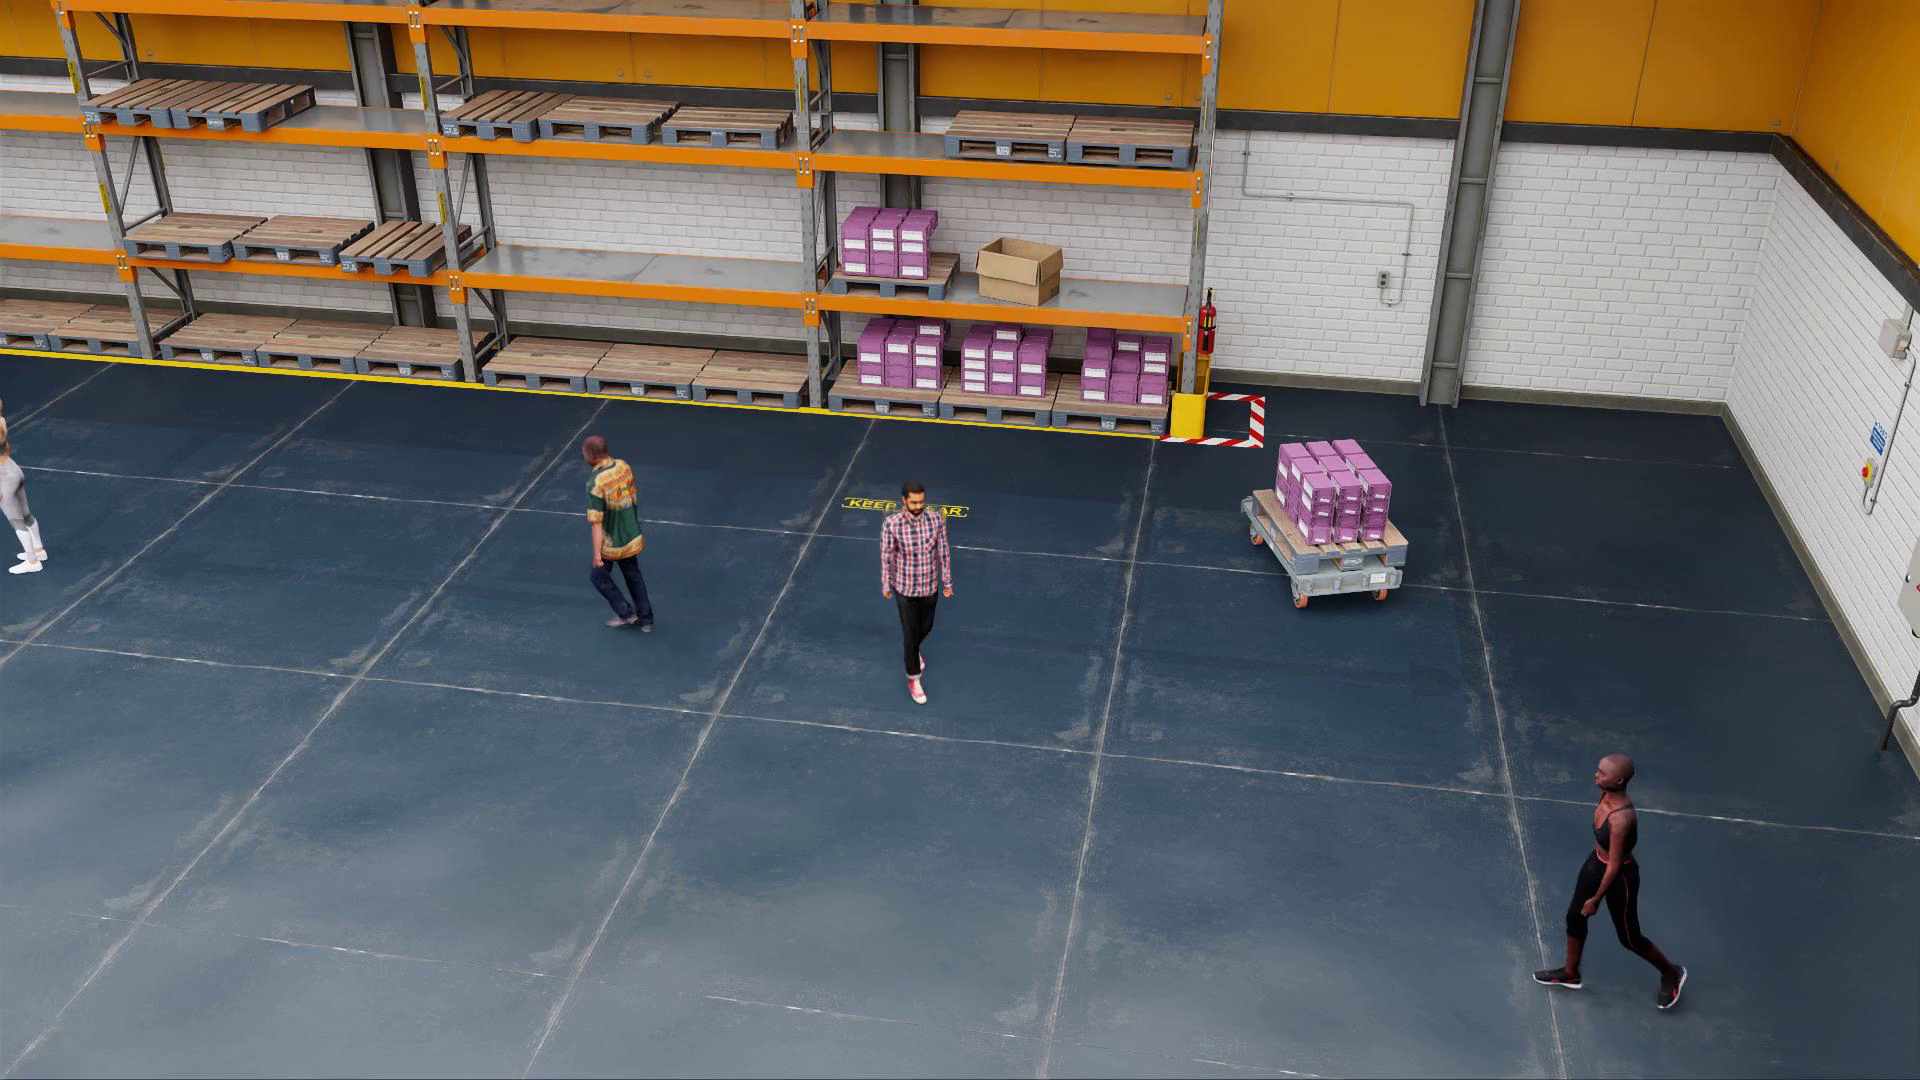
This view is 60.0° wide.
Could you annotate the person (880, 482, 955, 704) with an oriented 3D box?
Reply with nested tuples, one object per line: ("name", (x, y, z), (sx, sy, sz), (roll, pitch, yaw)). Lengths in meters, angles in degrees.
("person", (-0.356, 0.303, 13.091), (1.054, 1.751, 1.046), (-10, 30, -17))

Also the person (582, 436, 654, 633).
("person", (-2.763, 0.004, 13.610), (0.807, 1.778, 0.861), (16, 32, 26))

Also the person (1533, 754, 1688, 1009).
("person", (3.989, 2.050, 9.928), (1.150, 1.713, 0.792), (-3, 29, -5))

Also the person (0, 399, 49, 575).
("person", (-8.388, -0.521, 14.651), (0.643, 1.703, 0.633), (-5, 29, -8))
